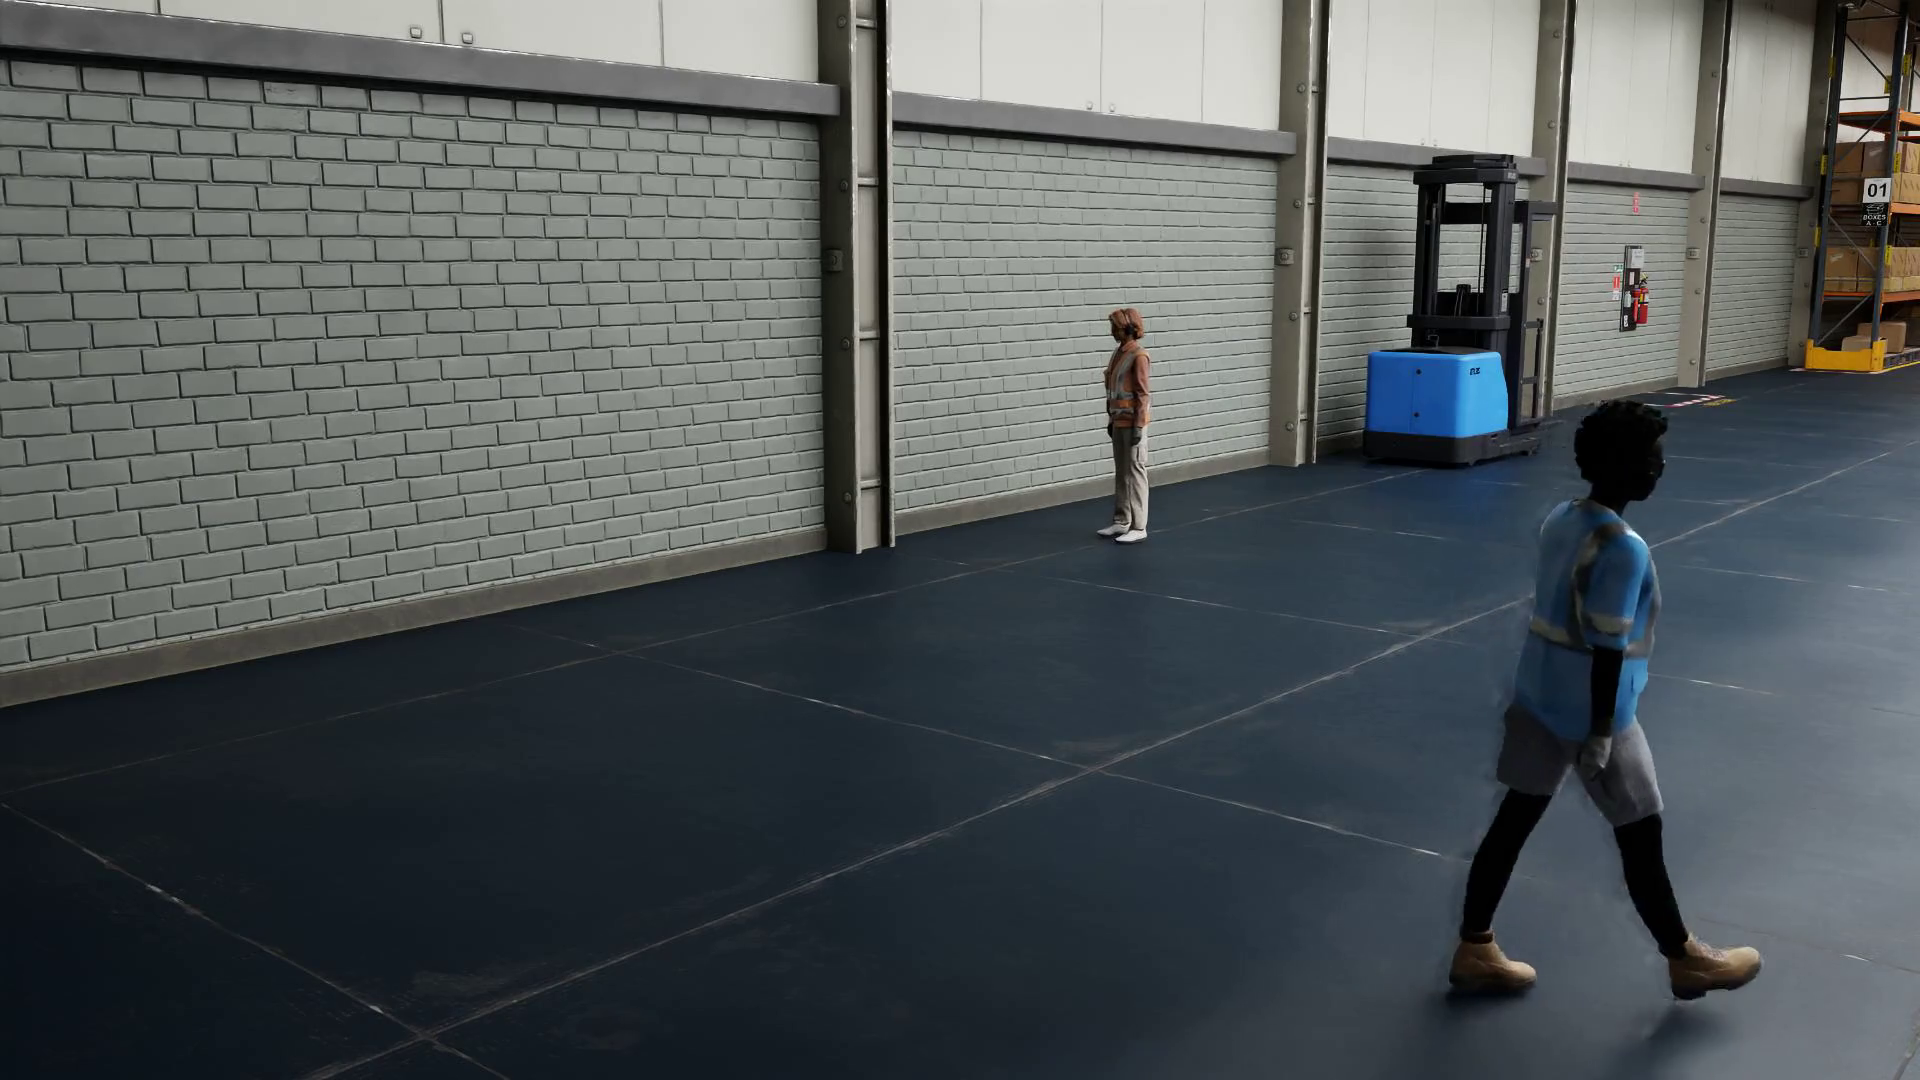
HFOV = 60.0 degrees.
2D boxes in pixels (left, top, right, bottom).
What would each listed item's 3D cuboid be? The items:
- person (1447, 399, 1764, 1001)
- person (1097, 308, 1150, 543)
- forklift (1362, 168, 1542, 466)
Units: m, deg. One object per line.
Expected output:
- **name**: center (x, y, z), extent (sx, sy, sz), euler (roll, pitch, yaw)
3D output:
- **person**: center (1.755, 0.446, 4.497), extent (0.850, 1.645, 0.543), euler (-1, 10, -4)
- **person**: center (1.176, -0.806, 11.694), extent (0.313, 1.639, 0.513), euler (-3, 10, -16)
- **forklift**: center (4.875, -2.212, 16.287), extent (1.129, 2.768, 1.873), euler (8, 13, 40)
